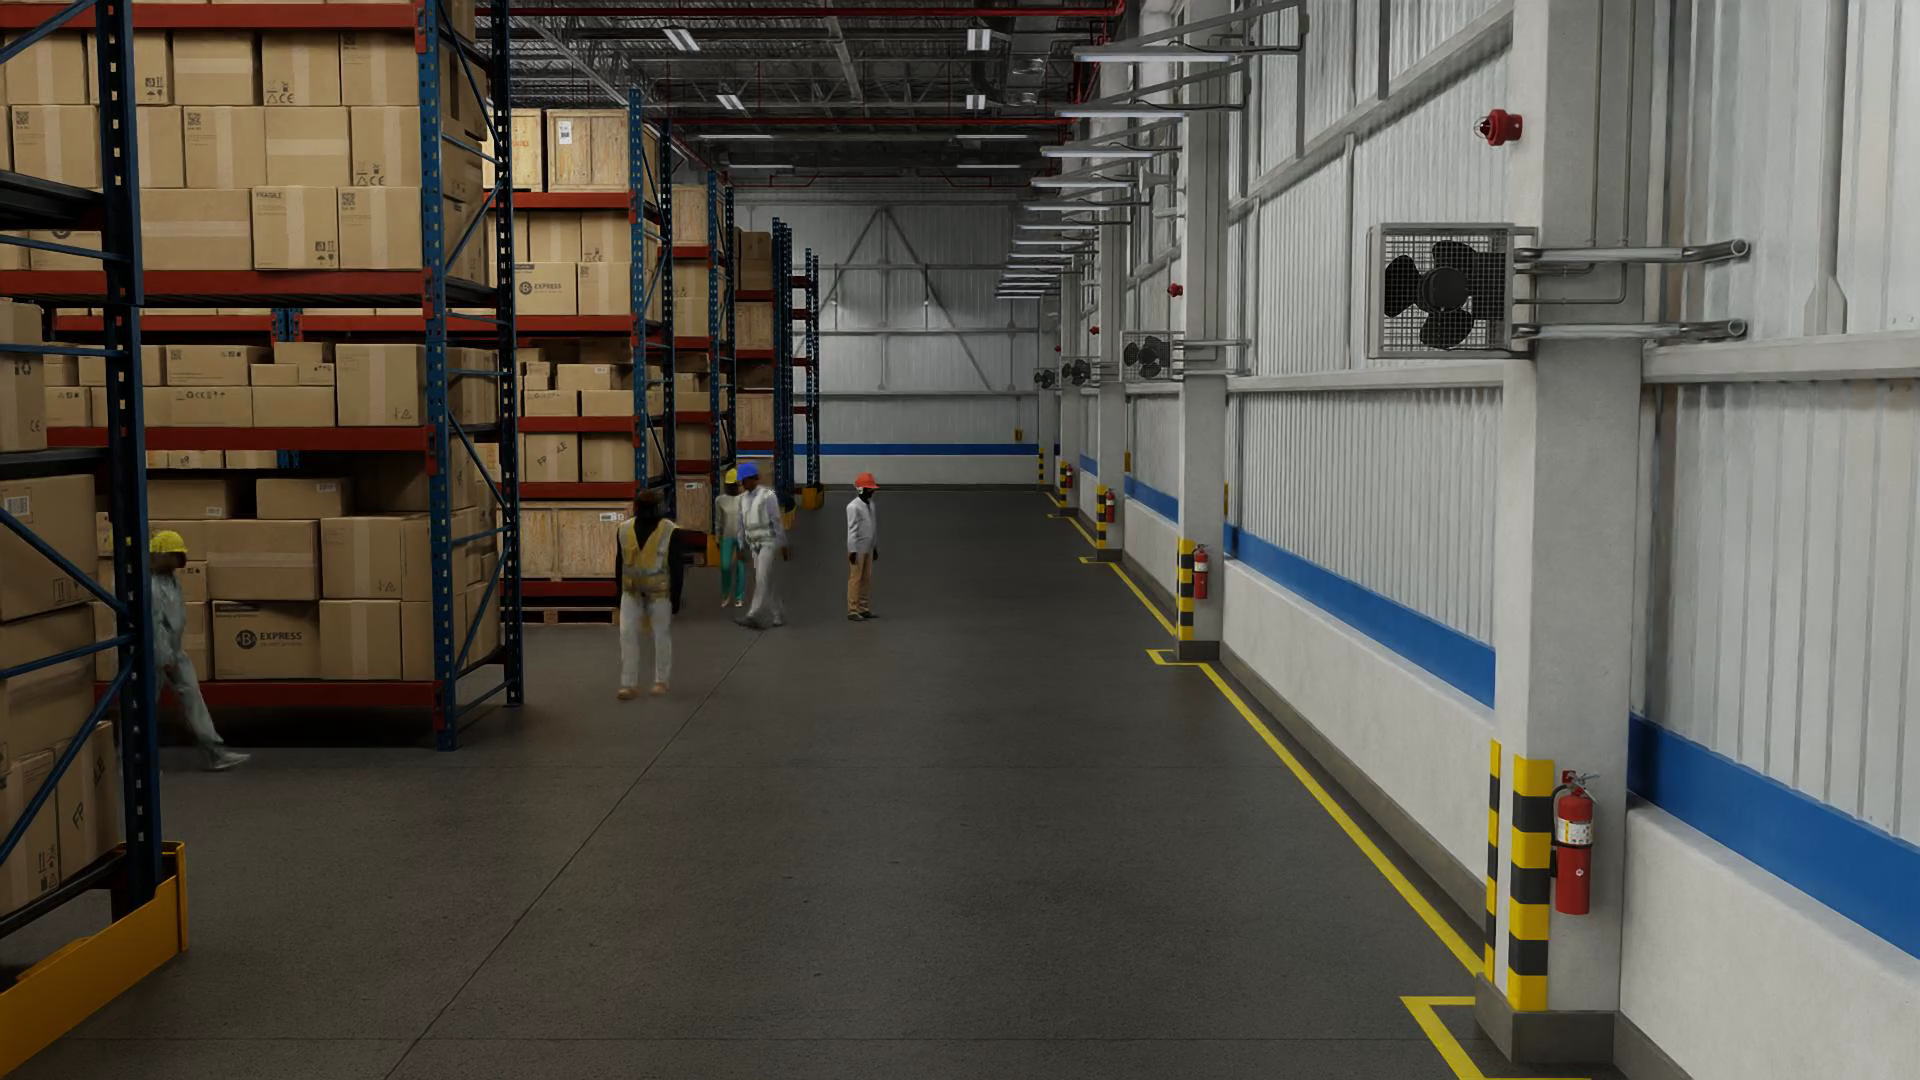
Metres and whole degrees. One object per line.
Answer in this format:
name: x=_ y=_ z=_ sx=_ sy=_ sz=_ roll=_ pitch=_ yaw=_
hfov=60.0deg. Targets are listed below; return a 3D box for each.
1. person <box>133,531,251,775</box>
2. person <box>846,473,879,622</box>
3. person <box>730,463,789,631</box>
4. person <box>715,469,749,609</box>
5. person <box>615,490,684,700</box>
person: x=-5.383 y=0.790 z=11.464 sx=0.886 sy=1.696 sz=0.500 roll=0 pitch=5 yaw=-1
person: x=-1.119 y=0.082 z=19.509 sx=0.361 sy=1.742 sz=0.579 roll=2 pitch=5 yaw=24
person: x=-2.265 y=0.073 z=18.791 sx=0.689 sy=1.885 sz=0.858 roll=4 pitch=7 yaw=41
person: x=-2.787 y=-0.010 z=20.609 sx=0.524 sy=1.744 sz=0.543 roll=0 pitch=5 yaw=-1
person: x=-2.733 y=0.482 z=14.402 sx=0.652 sy=1.812 sz=0.784 roll=1 pitch=5 yaw=10
